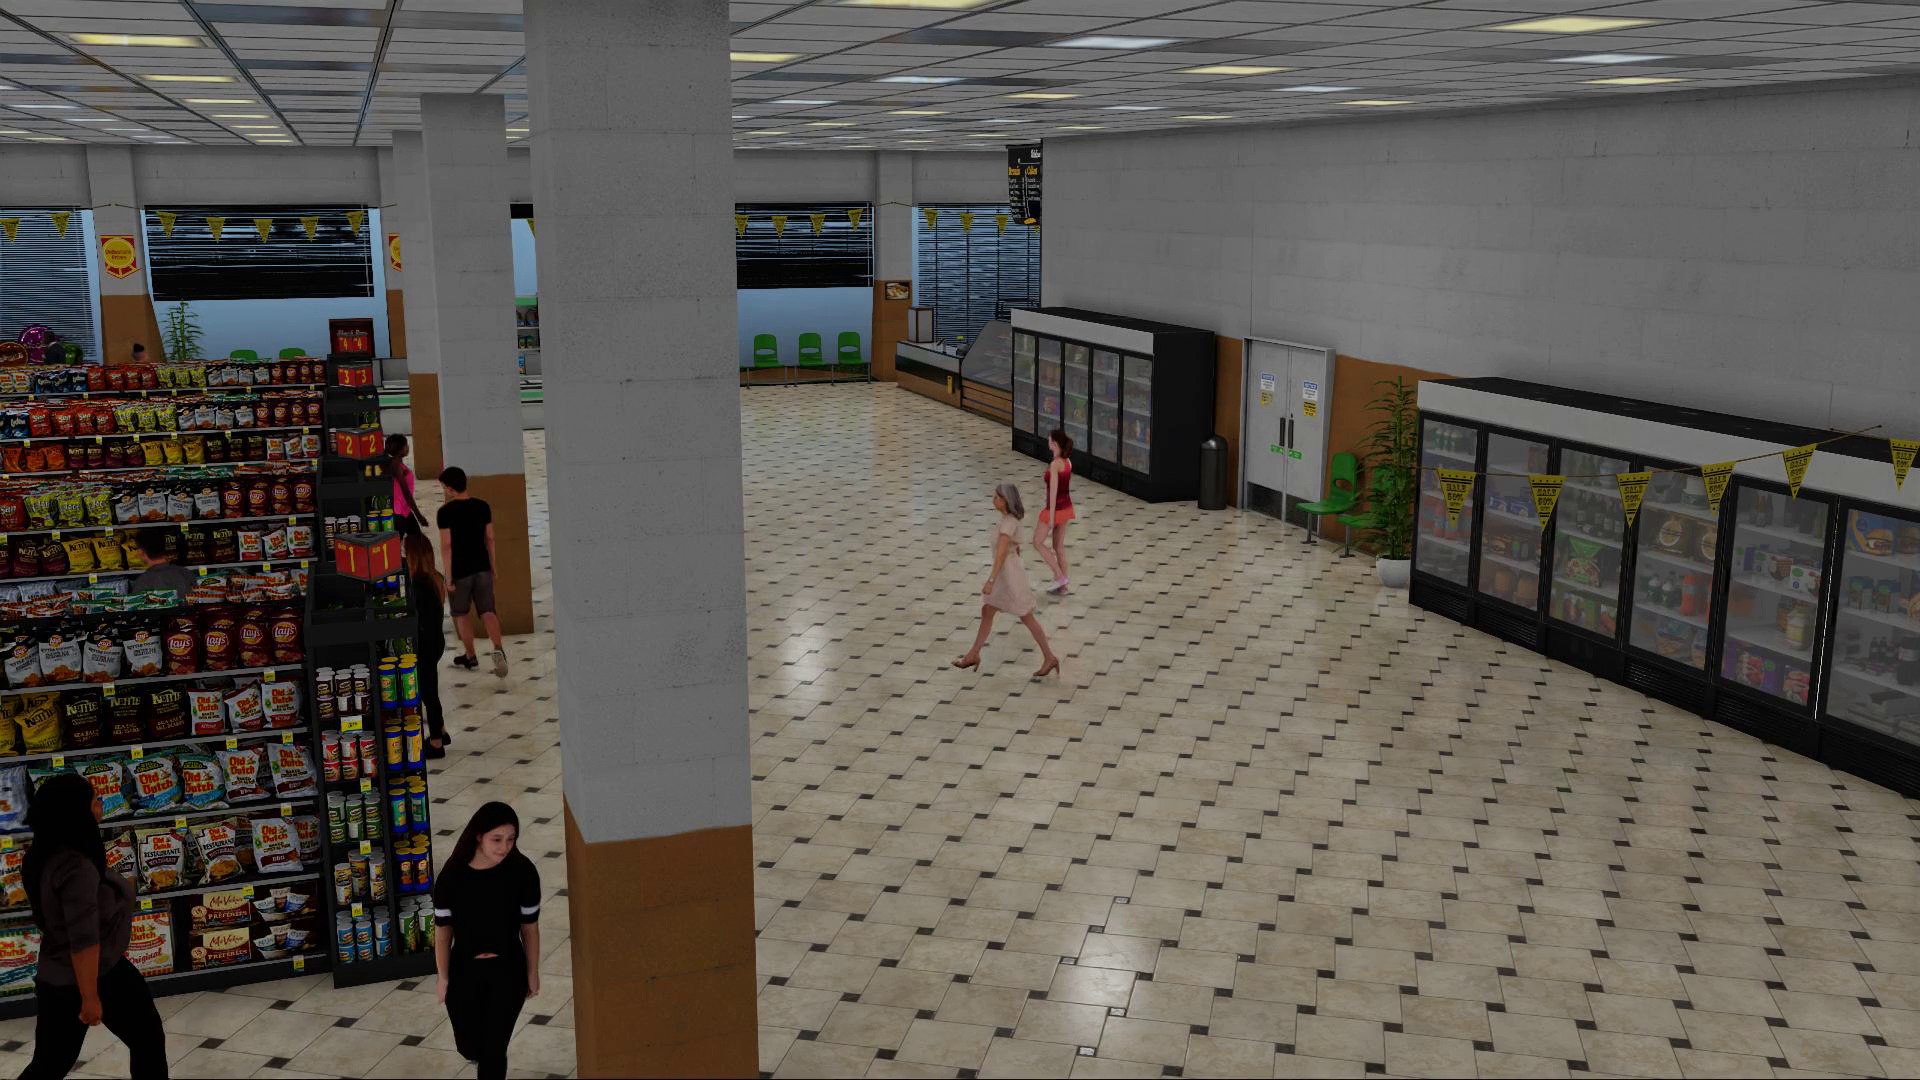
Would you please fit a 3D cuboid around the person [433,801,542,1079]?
[{"bbox_3d":[-2.065,1.887,7.335,0.758,1.610,0.712,-3,12,-12],"label":"person"}]

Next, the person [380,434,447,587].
[{"bbox_3d":[-5.854,-0.213,17.146,1.083,1.677,0.616,-3,12,-14],"label":"person"}]

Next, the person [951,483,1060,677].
[{"bbox_3d":[0.521,0.397,14.239,1.249,1.681,0.937,1,12,3],"label":"person"}]

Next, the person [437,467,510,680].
[{"bbox_3d":[-4.199,0.302,14.337,1.161,1.827,0.968,-8,15,-35],"label":"person"}]

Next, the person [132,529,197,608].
[{"bbox_3d":[-5.577,0.831,11.714,0.814,1.872,0.785,4,12,17],"label":"person"}]

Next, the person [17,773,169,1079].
[{"bbox_3d":[-3.718,1.891,6.854,1.037,1.801,1.215,9,15,37],"label":"person"}]

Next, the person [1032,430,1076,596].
[{"bbox_3d":[1.070,-0.265,17.242,0.776,1.739,0.713,8,14,32],"label":"person"}]

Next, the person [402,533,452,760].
[{"bbox_3d":[-3.874,0.790,12.314,0.654,1.704,0.676,-1,12,-7],"label":"person"}]

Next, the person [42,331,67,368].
[{"bbox_3d":[-15.385,-2.672,28.556,1.327,1.786,0.966,0,12,-2],"label":"person"}]
